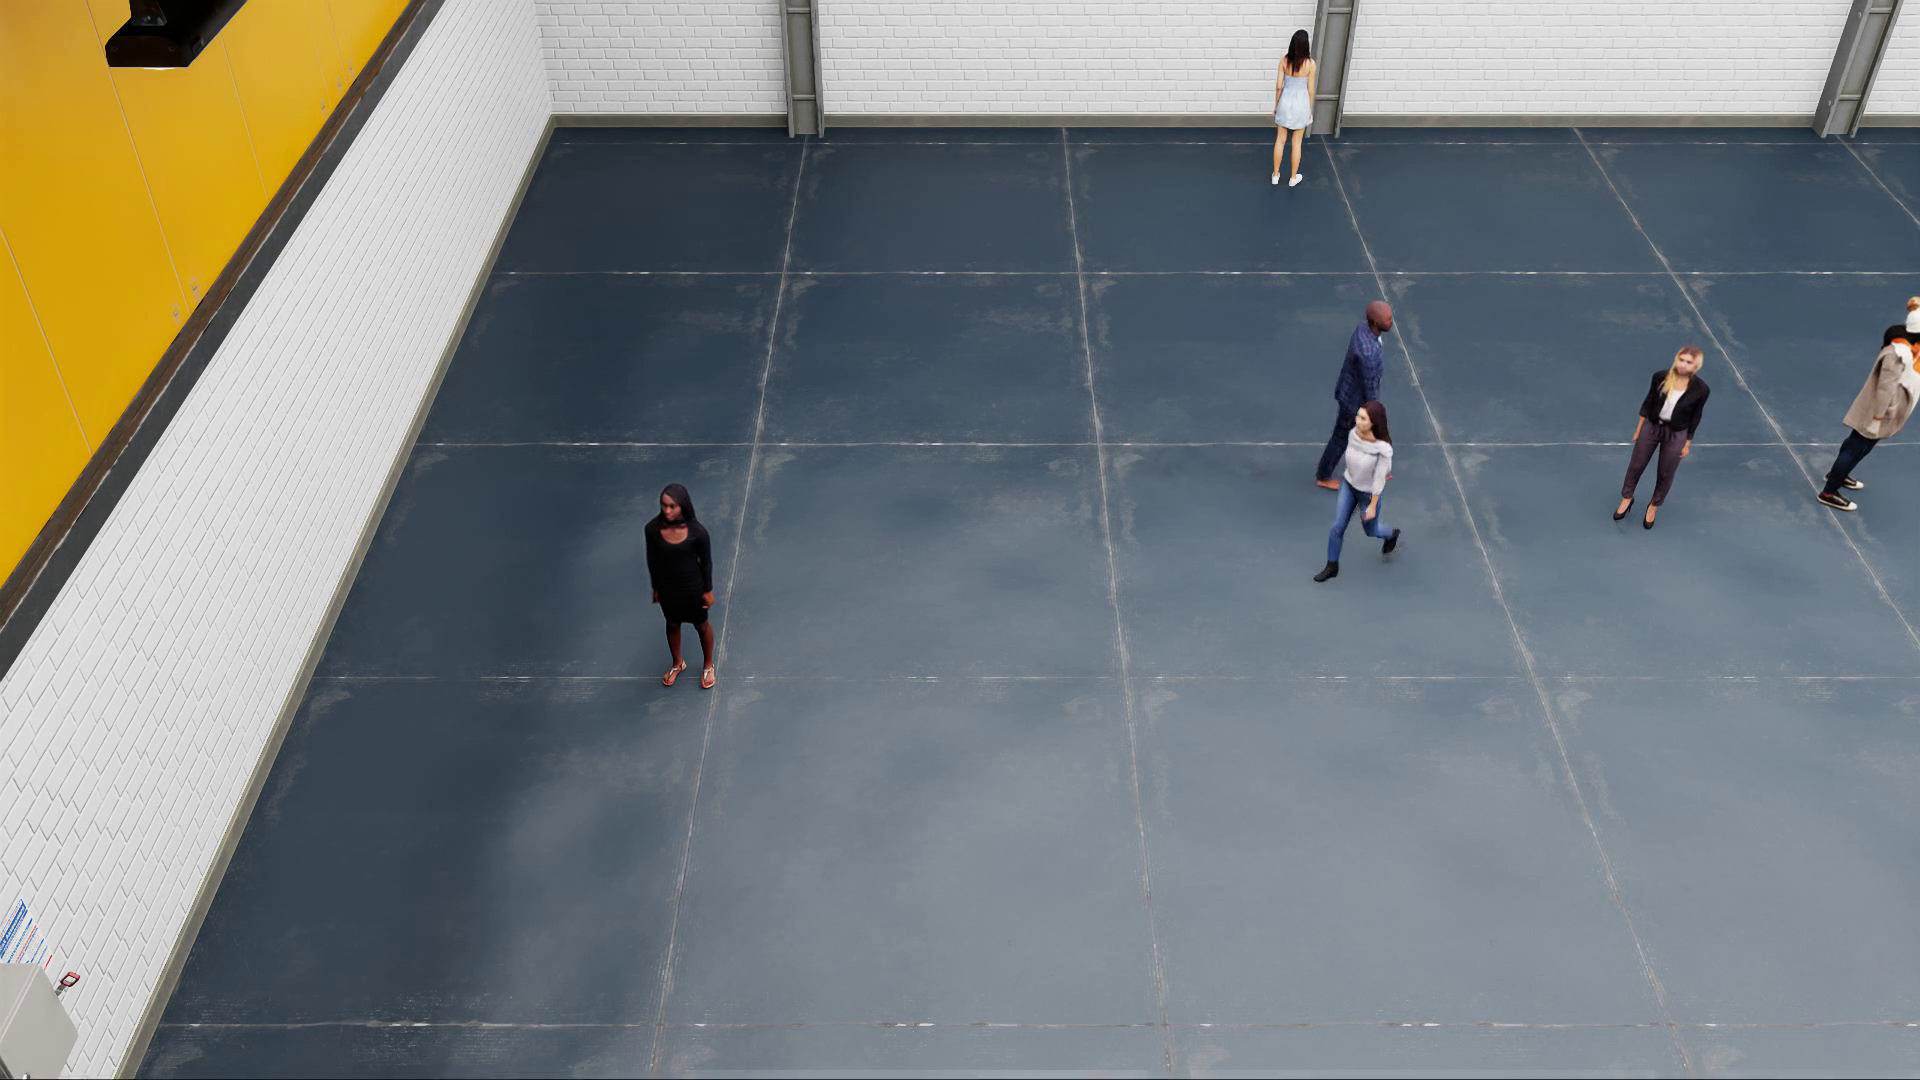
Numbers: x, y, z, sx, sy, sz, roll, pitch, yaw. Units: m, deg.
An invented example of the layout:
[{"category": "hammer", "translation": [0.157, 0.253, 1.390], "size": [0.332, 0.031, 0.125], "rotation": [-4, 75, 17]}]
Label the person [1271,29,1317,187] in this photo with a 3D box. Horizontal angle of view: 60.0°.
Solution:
[{"category": "person", "translation": [3.584, -4.656, 17.910], "size": [0.578, 1.729, 0.714], "rotation": [13, 40, 16]}]

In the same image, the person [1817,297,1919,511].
[{"category": "person", "translation": [7.361, -1.116, 13.350], "size": [0.852, 1.889, 0.814], "rotation": [22, 44, 26]}]

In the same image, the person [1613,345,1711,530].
[{"category": "person", "translation": [5.568, -0.823, 13.157], "size": [0.646, 1.672, 0.741], "rotation": [24, 44, 27]}]

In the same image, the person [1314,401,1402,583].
[{"category": "person", "translation": [3.122, -0.370, 12.649], "size": [1.105, 1.598, 0.960], "rotation": [-23, 44, -26]}]

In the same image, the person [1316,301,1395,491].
[{"category": "person", "translation": [3.138, -1.160, 13.479], "size": [0.933, 1.796, 0.801], "rotation": [7, 39, 9]}]

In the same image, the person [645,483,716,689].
[{"category": "person", "translation": [-1.943, 0.323, 11.684], "size": [0.511, 1.719, 0.706], "rotation": [6, 39, 8]}]
